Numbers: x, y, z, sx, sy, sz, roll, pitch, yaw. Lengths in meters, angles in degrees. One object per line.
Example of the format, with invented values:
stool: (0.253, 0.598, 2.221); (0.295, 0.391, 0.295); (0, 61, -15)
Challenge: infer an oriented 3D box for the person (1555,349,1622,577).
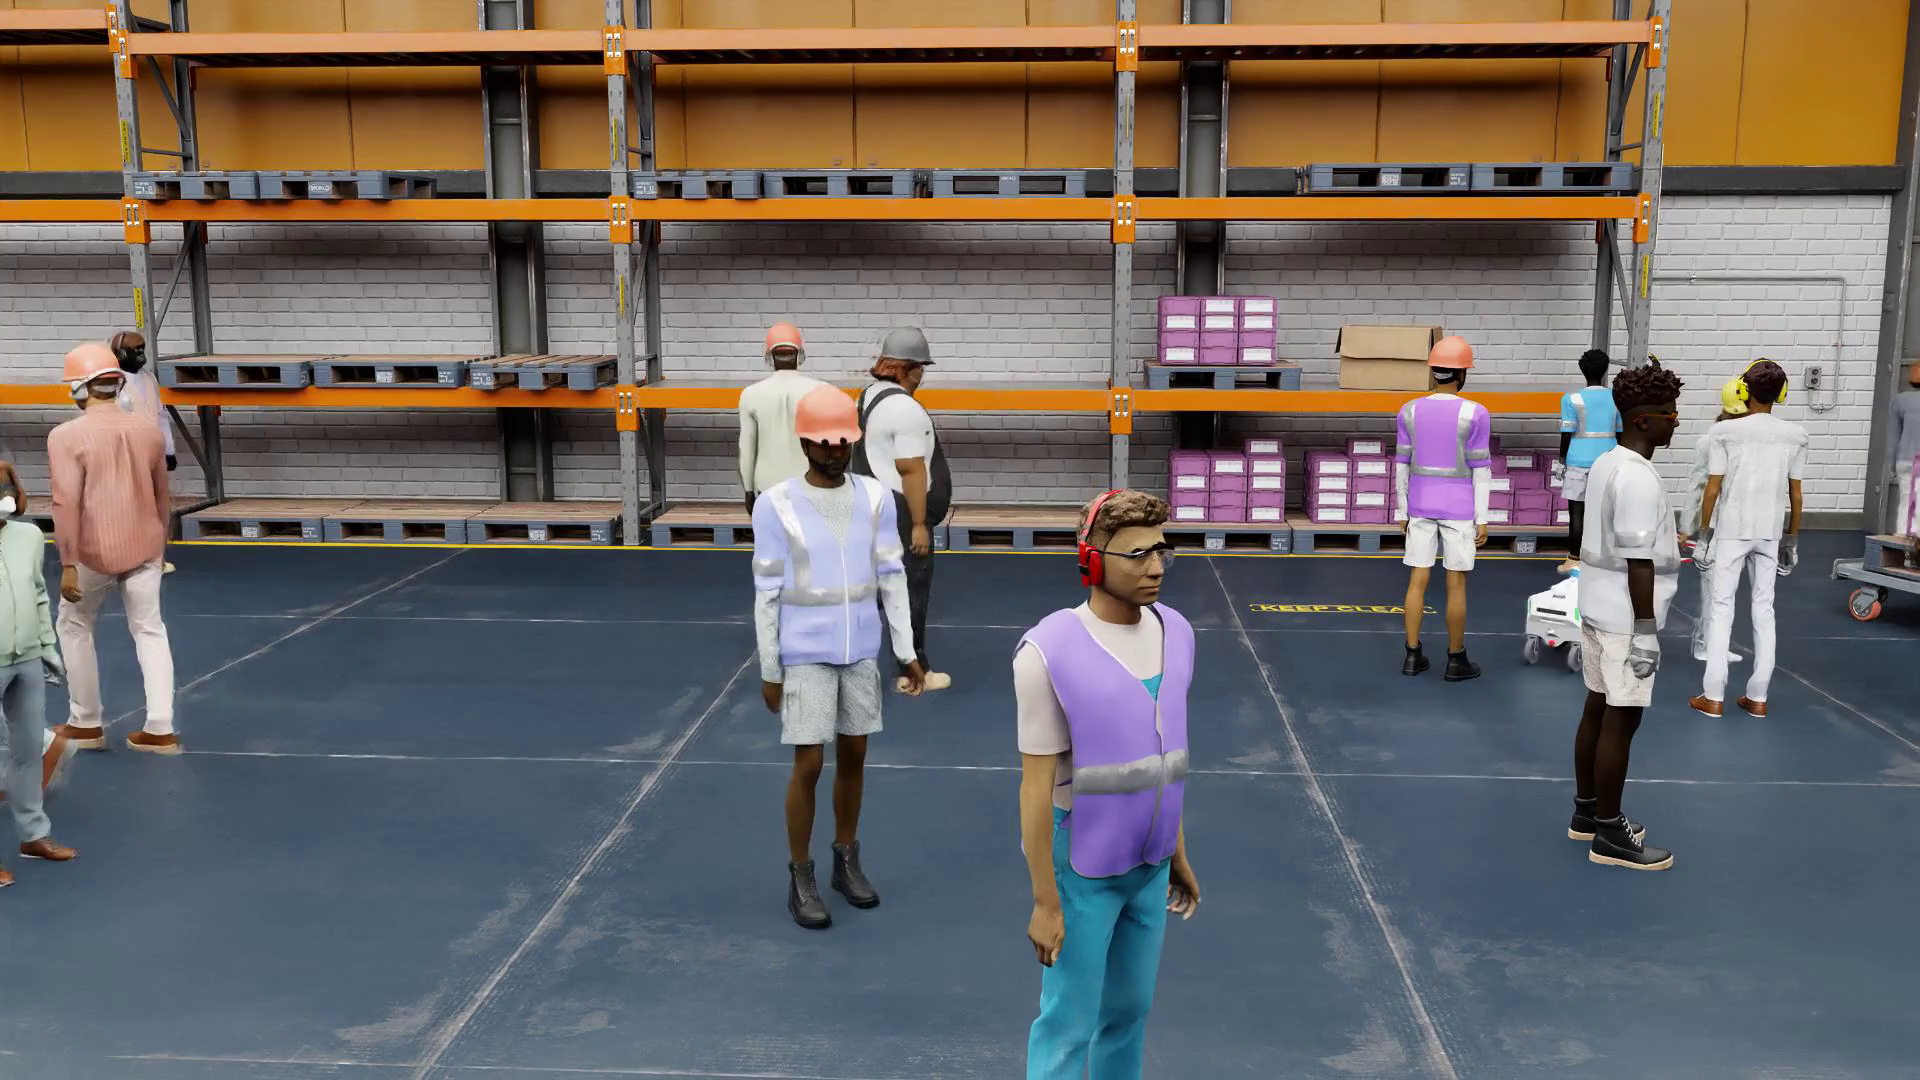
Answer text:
person: (4.690, -0.568, 12.361); (0.525, 1.698, 0.318); (-1, 10, -6)

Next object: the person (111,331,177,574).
person: (-6.111, -0.646, 12.481); (0.744, 1.814, 0.656); (2, 10, 12)

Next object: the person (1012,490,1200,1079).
person: (0.351, 0.788, 3.995); (0.390, 1.846, 0.563); (9, 13, 43)

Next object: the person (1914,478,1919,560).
person: (5.250, -0.063, 8.480); (0.614, 2.023, 0.530); (0, 10, -1)

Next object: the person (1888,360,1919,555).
person: (7.286, -0.582, 12.646); (0.391, 1.621, 0.515); (-5, 11, -25)

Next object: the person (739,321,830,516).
person: (-1.045, -0.343, 10.211); (0.638, 1.982, 0.522); (0, 10, 1)

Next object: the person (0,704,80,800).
person: (-4.121, 0.245, 6.976); (0.593, 1.914, 0.656); (-3, 10, -17)

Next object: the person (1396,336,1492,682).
person: (2.717, -0.173, 9.351); (0.543, 1.939, 0.356); (7, 12, 37)

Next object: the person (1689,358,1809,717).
person: (4.064, 0.000, 8.596); (0.514, 1.861, 0.334); (1, 10, 4)

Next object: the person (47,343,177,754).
person: (-4.115, 0.049, 7.963); (0.798, 1.962, 0.665); (5, 11, 27)

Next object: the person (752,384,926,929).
person: (-0.449, 0.402, 5.996); (0.555, 1.932, 0.397); (-5, 11, -29)

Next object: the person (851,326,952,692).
person: (-0.381, -0.170, 9.037); (0.690, 2.000, 0.681); (-4, 11, -23)

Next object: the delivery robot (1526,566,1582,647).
delivery robot: (3.636, 0.399, 9.776); (0.707, 0.478, 0.477); (-9, 13, -44)

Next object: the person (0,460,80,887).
person: (-3.661, 0.489, 6.366); (0.293, 1.631, 0.528); (3, 10, 19)

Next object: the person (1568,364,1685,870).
person: (2.626, 0.292, 6.546); (0.368, 1.966, 0.603); (1, 10, 6)

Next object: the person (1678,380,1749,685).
person: (4.378, -0.069, 9.454); (0.534, 1.697, 0.624); (-2, 10, -13)
